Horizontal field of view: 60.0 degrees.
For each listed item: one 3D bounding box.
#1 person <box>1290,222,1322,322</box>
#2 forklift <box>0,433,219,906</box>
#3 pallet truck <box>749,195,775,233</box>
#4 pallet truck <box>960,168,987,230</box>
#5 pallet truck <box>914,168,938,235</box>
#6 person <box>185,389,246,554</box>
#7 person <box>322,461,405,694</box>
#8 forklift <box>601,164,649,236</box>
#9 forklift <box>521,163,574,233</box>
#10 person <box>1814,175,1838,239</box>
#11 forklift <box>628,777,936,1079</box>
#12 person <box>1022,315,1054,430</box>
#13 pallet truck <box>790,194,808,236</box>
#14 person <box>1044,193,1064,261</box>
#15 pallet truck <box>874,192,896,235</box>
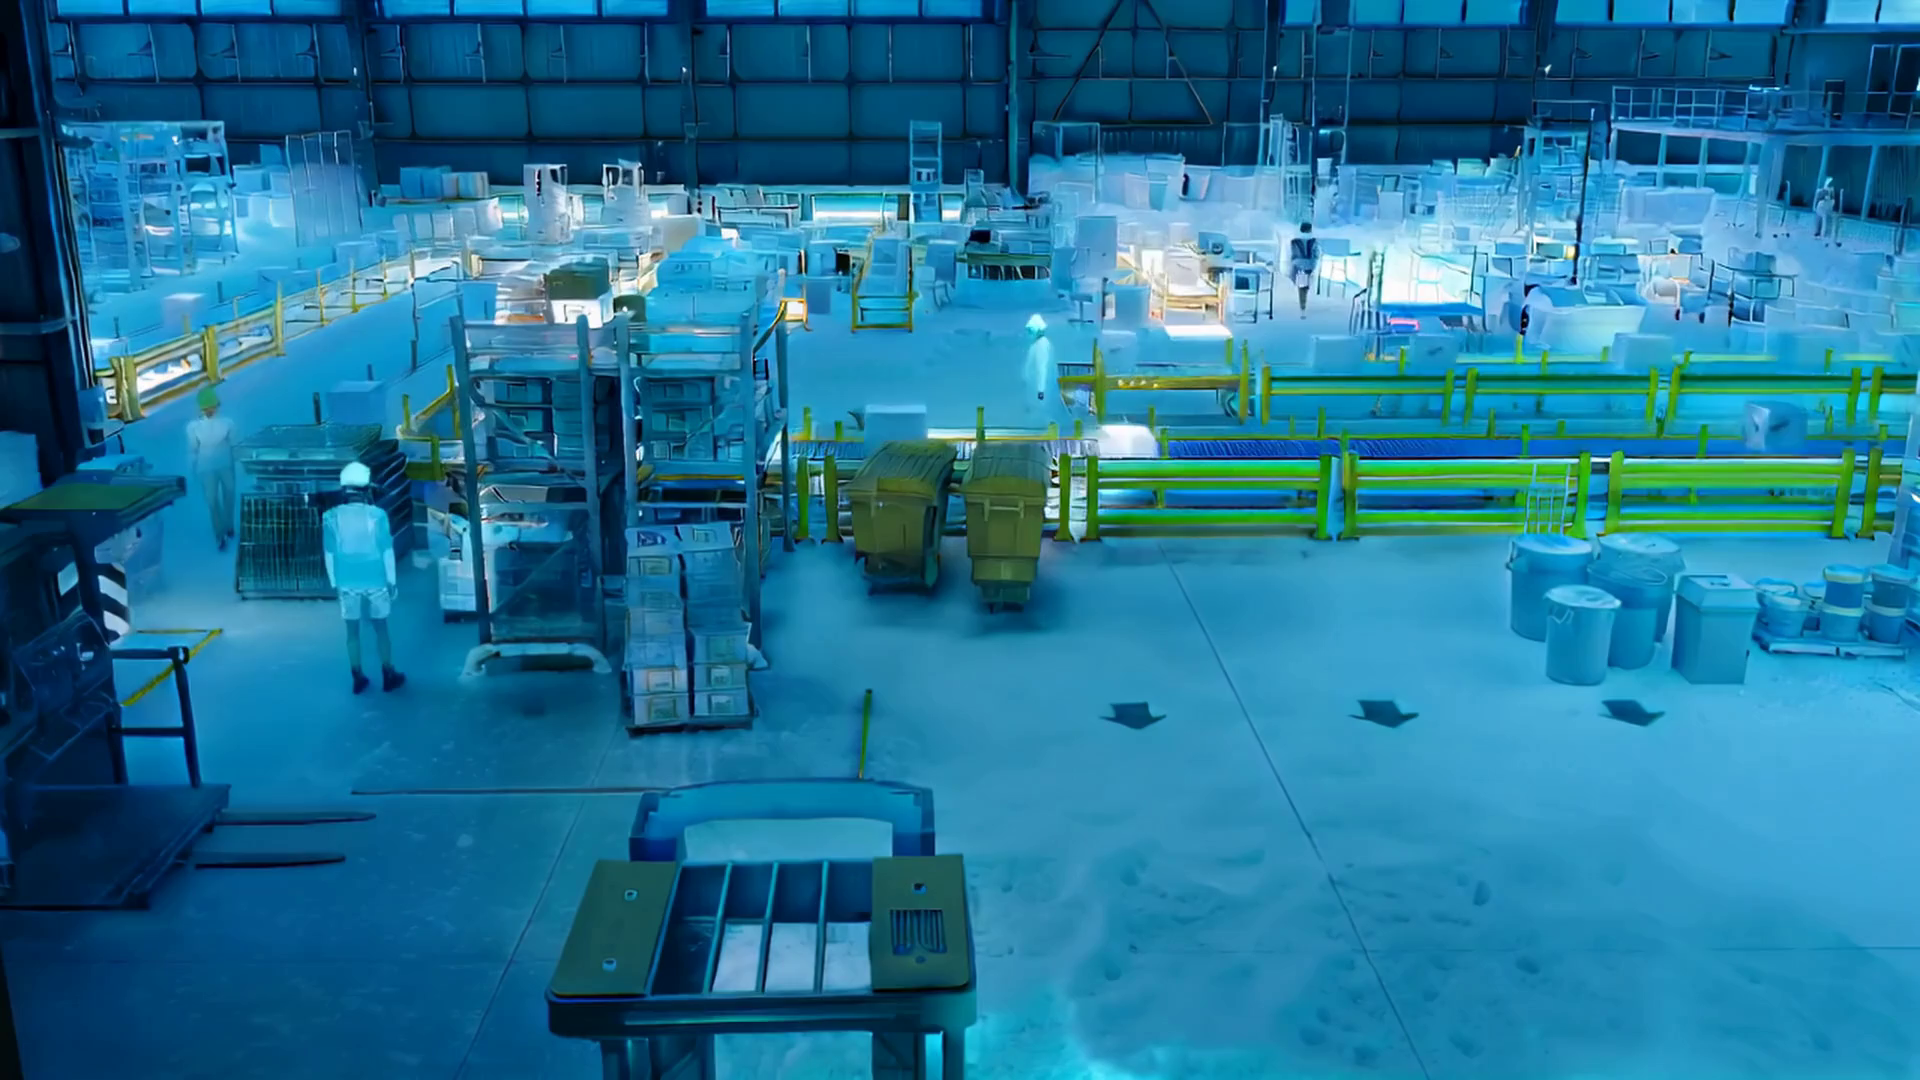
[{"bbox_3d":[6.975,-5.437,33.599,0.633,1.981,1.021,1,16,5],"label":"person"},{"bbox_3d":[-5.952,0.780,10.366,1.873,2.768,1.129,0,16,-1],"label":"forklift"},{"bbox_3d":[-6.051,-9.967,50.660,0.680,1.201,1.601,0,16,-1],"label":"pallet truck"},{"bbox_3d":[0.383,-10.230,50.206,0.823,1.965,1.885,-1,16,-3],"label":"pallet truck"},{"bbox_3d":[-0.989,-10.316,50.507,0.823,1.965,1.885,1,16,3],"label":"pallet truck"},{"bbox_3d":[-7.973,-0.788,17.862,0.536,1.738,0.831,-8,18,-25],"label":"person"},{"bbox_3d":[-4.909,0.308,13.687,0.551,1.935,0.375,-2,16,-5],"label":"person"},{"bbox_3d":[-9.948,-10.127,49.296,1.157,1.987,2.680,-1,16,-3],"label":"forklift"},{"bbox_3d":[-12.233,-10.122,49.298,1.157,1.987,2.680,0,16,-1],"label":"forklift"},{"bbox_3d":[25.479,-9.792,48.954,0.520,1.844,0.331,2,16,8],"label":"person"},{"bbox_3d":[-0.542,2.165,5.552,1.129,2.768,1.873,-1,16,-2],"label":"forklift"},{"bbox_3d":[1.046,-2.110,22.299,0.431,1.818,0.614,2,16,5],"label":"person"},{"bbox_3d":[-4.814,-9.883,50.259,0.704,1.261,1.522,-1,16,-3],"label":"pallet truck"},{"bbox_3d":[2.310,-7.857,42.227,1.011,1.856,0.656,2,16,8],"label":"person"},{"bbox_3d":[-2.277,-9.986,50.594,0.653,1.274,1.630,0,16,-1],"label":"pallet truck"}]
